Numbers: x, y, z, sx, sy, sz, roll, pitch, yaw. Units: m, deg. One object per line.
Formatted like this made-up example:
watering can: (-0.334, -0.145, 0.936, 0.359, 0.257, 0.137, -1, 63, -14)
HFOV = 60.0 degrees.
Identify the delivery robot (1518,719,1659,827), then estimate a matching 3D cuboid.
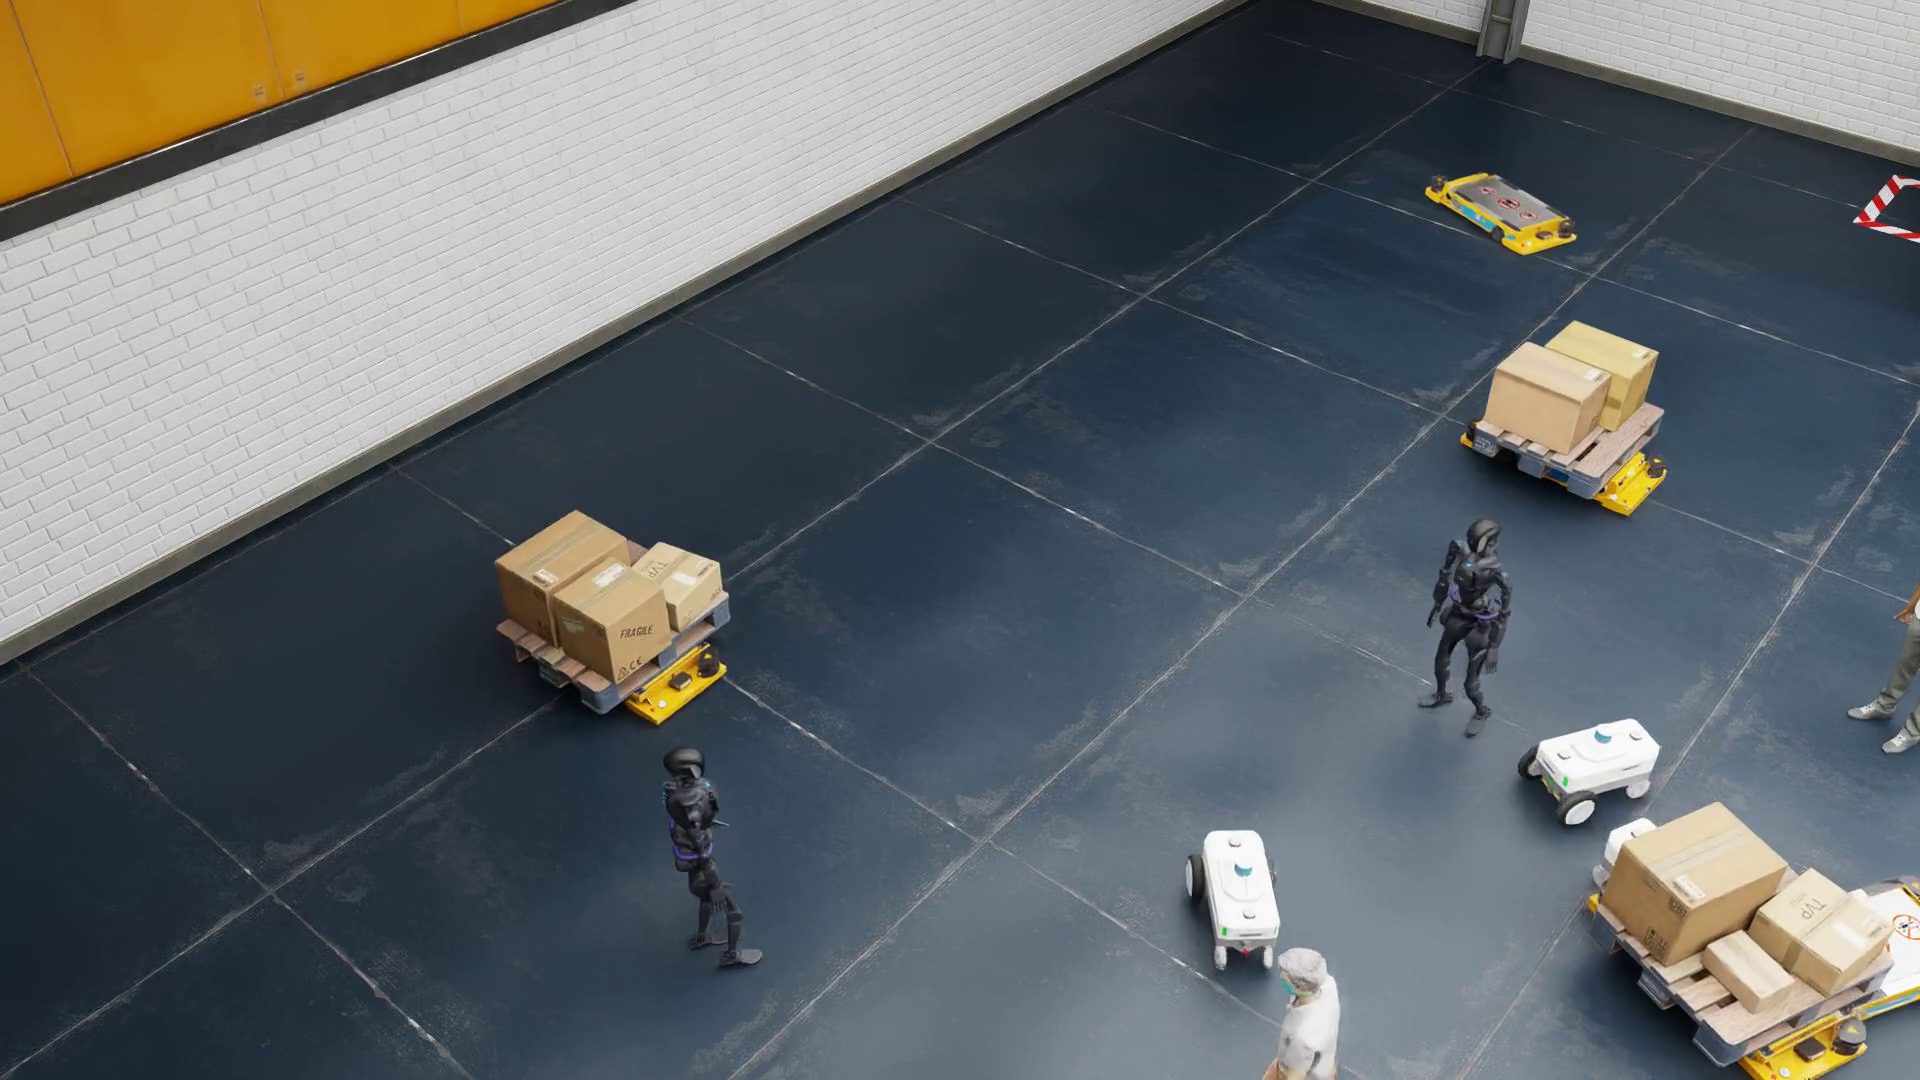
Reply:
delivery robot: (3.918, 1.399, 10.334, 0.805, 0.609, 0.499, -12, 40, -14)

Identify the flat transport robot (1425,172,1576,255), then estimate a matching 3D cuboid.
flat transport robot: (5.294, -3.233, 16.300, 0.659, 0.231, 1.431, -18, 42, -21)

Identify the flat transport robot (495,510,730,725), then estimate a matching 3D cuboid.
flat transport robot: (-2.342, 0.726, 11.386, 1.431, 0.231, 0.659, 26, 46, 29)

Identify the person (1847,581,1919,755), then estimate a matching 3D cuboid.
person: (6.111, 0.559, 10.342, 0.389, 1.837, 0.562, -9, 40, -10)

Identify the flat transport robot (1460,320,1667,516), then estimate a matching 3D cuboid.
flat transport robot: (4.763, -0.690, 13.143, 1.431, 0.231, 0.659, 30, 47, 31)

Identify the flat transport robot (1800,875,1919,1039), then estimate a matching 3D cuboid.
flat transport robot: (5.023, 2.355, 9.363, 1.431, 0.231, 0.659, -13, 41, -15)

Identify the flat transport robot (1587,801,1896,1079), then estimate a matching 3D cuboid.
flat transport robot: (4.275, 2.397, 9.312, 0.659, 0.231, 1.431, -17, 42, -20)

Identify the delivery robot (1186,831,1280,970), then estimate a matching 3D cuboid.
delivery robot: (1.598, 2.030, 9.552, 0.499, 0.612, 0.814, -1, 39, -1)

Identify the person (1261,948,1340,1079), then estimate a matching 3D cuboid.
person: (1.683, 2.574, 7.955, 0.906, 1.697, 0.519, 11, 40, 13)

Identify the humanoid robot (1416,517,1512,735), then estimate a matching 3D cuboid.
humanoid robot: (3.254, 0.514, 10.528, 0.404, 1.640, 0.599, -22, 44, -25)

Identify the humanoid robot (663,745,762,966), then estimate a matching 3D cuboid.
humanoid robot: (-1.371, 1.682, 9.081, 0.408, 1.651, 0.591, -10, 40, -12)

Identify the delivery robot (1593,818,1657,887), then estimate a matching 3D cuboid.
delivery robot: (4.067, 2.003, 9.587, 0.499, 0.614, 0.818, -17, 42, -20)
